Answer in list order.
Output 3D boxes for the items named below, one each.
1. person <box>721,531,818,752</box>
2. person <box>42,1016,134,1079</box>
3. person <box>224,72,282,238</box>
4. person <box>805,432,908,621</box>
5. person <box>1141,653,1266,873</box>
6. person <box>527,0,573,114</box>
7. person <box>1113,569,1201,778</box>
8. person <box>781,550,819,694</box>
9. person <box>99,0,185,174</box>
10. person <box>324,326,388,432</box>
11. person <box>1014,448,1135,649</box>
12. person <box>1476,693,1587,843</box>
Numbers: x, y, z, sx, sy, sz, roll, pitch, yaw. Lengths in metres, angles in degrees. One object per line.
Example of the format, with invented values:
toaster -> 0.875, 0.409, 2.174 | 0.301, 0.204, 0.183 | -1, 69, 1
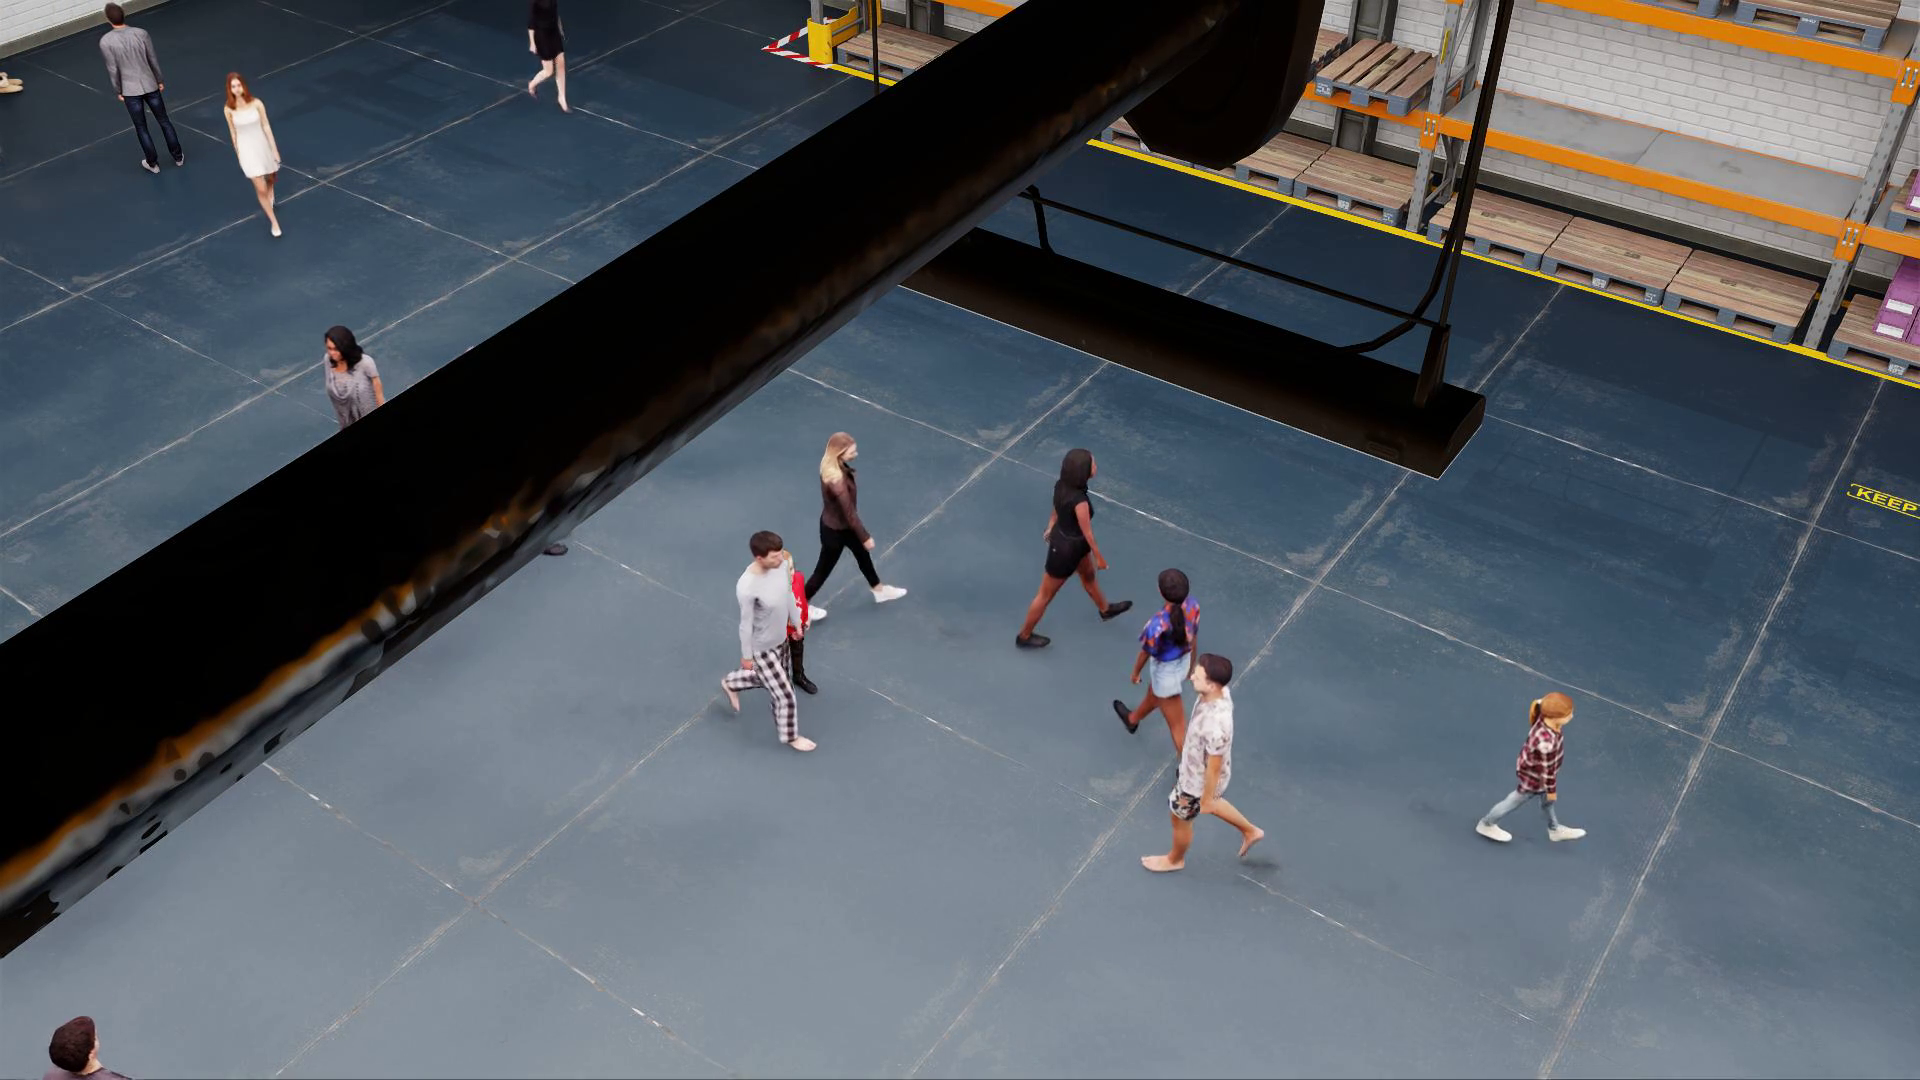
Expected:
person -> -1.365, 0.636, 11.178 | 1.057, 1.821, 0.712 | 18, 42, 21
person -> -4.145, 3.047, 8.147 | 0.772, 1.835, 0.847 | 3, 39, 4
person -> -7.259, -4.026, 17.130 | 0.939, 1.677, 1.187 | -16, 41, -19
person -> -0.981, -0.044, 12.168 | 1.152, 1.647, 1.041 | -5, 39, -6
person -> 1.584, 1.415, 10.224 | 1.127, 1.793, 0.963 | 4, 39, 5
person -> -4.839, -5.798, 19.266 | 0.855, 1.781, 0.706 | 17, 41, 20
person -> 1.425, 0.957, 10.883 | 0.846, 1.687, 1.249 | -25, 45, -28
person -> -1.206, 0.595, 11.661 | 0.531, 1.281, 0.539 | -32, 48, -33
person -> -8.933, -4.935, 18.109 | 0.747, 1.876, 0.701 | -27, 46, -30
person -> -4.840, -1.062, 13.476 | 0.703, 1.605, 0.788 | 9, 40, 12
person -> 0.682, 0.101, 11.953 | 1.195, 1.689, 1.130 | -6, 39, -8
person -> 3.589, 1.470, 10.574 | 0.941, 1.270, 0.674 | 13, 40, 16
